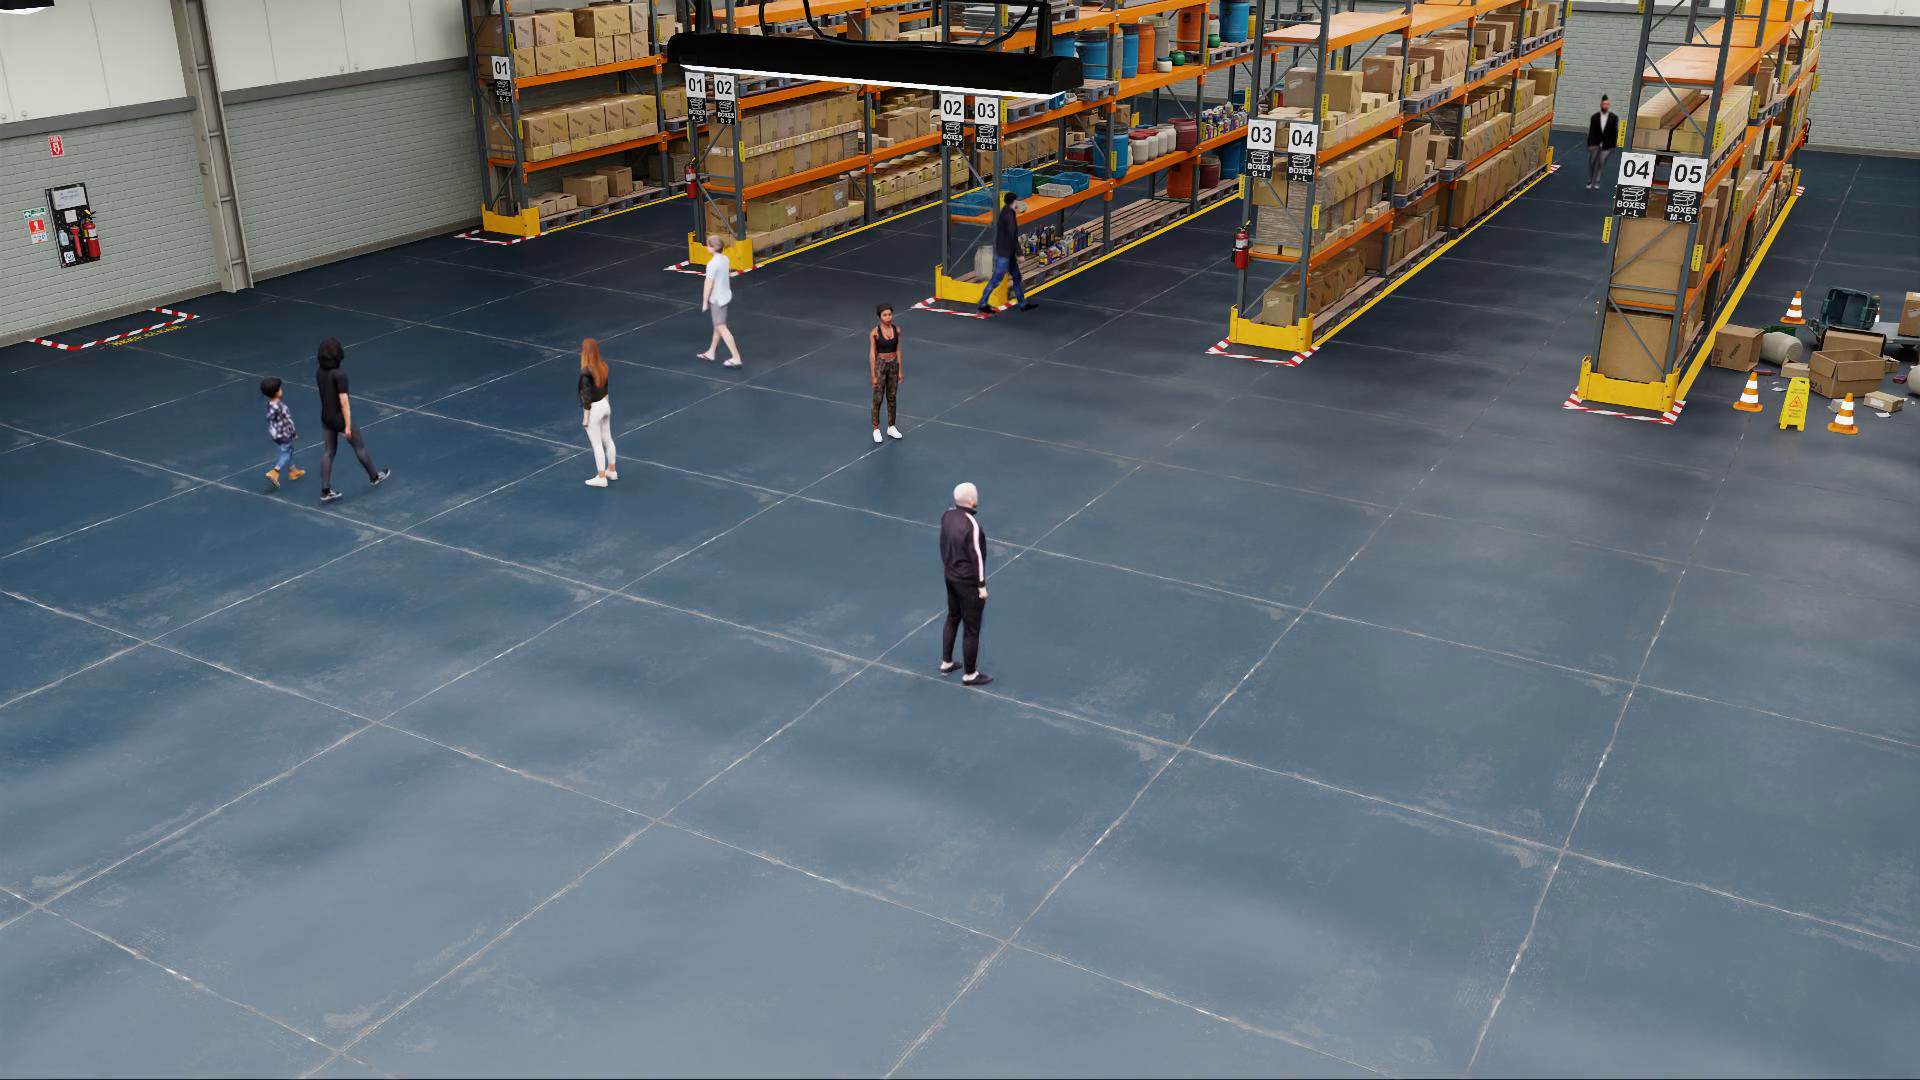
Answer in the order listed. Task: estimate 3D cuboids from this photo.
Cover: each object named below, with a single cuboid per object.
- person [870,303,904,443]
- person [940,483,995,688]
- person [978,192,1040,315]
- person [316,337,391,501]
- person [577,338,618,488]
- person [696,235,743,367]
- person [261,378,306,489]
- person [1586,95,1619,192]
[{"bbox_3d":[-0.895,-2.050,20.142,0.619,1.699,0.719,-12,26,-25],"label":"person"},{"bbox_3d":[0.018,0.371,14.273,0.740,1.837,0.769,-15,27,-31],"label":"person"},{"bbox_3d":[0.603,-4.305,25.284,1.170,1.826,1.239,-1,23,-2],"label":"person"},{"bbox_3d":[-6.909,-1.295,18.255,0.653,1.788,1.120,12,26,25],"label":"person"},{"bbox_3d":[-4.082,-1.447,18.719,0.667,1.704,0.481,10,25,22],"label":"person"},{"bbox_3d":[-3.239,-3.263,22.860,0.865,1.805,0.998,8,24,18],"label":"person"},{"bbox_3d":[-7.685,-1.202,18.742,0.492,1.235,0.784,14,27,29],"label":"person"},{"bbox_3d":[13.230,-8.171,34.264,0.801,1.912,1.137,9,25,20],"label":"person"}]
